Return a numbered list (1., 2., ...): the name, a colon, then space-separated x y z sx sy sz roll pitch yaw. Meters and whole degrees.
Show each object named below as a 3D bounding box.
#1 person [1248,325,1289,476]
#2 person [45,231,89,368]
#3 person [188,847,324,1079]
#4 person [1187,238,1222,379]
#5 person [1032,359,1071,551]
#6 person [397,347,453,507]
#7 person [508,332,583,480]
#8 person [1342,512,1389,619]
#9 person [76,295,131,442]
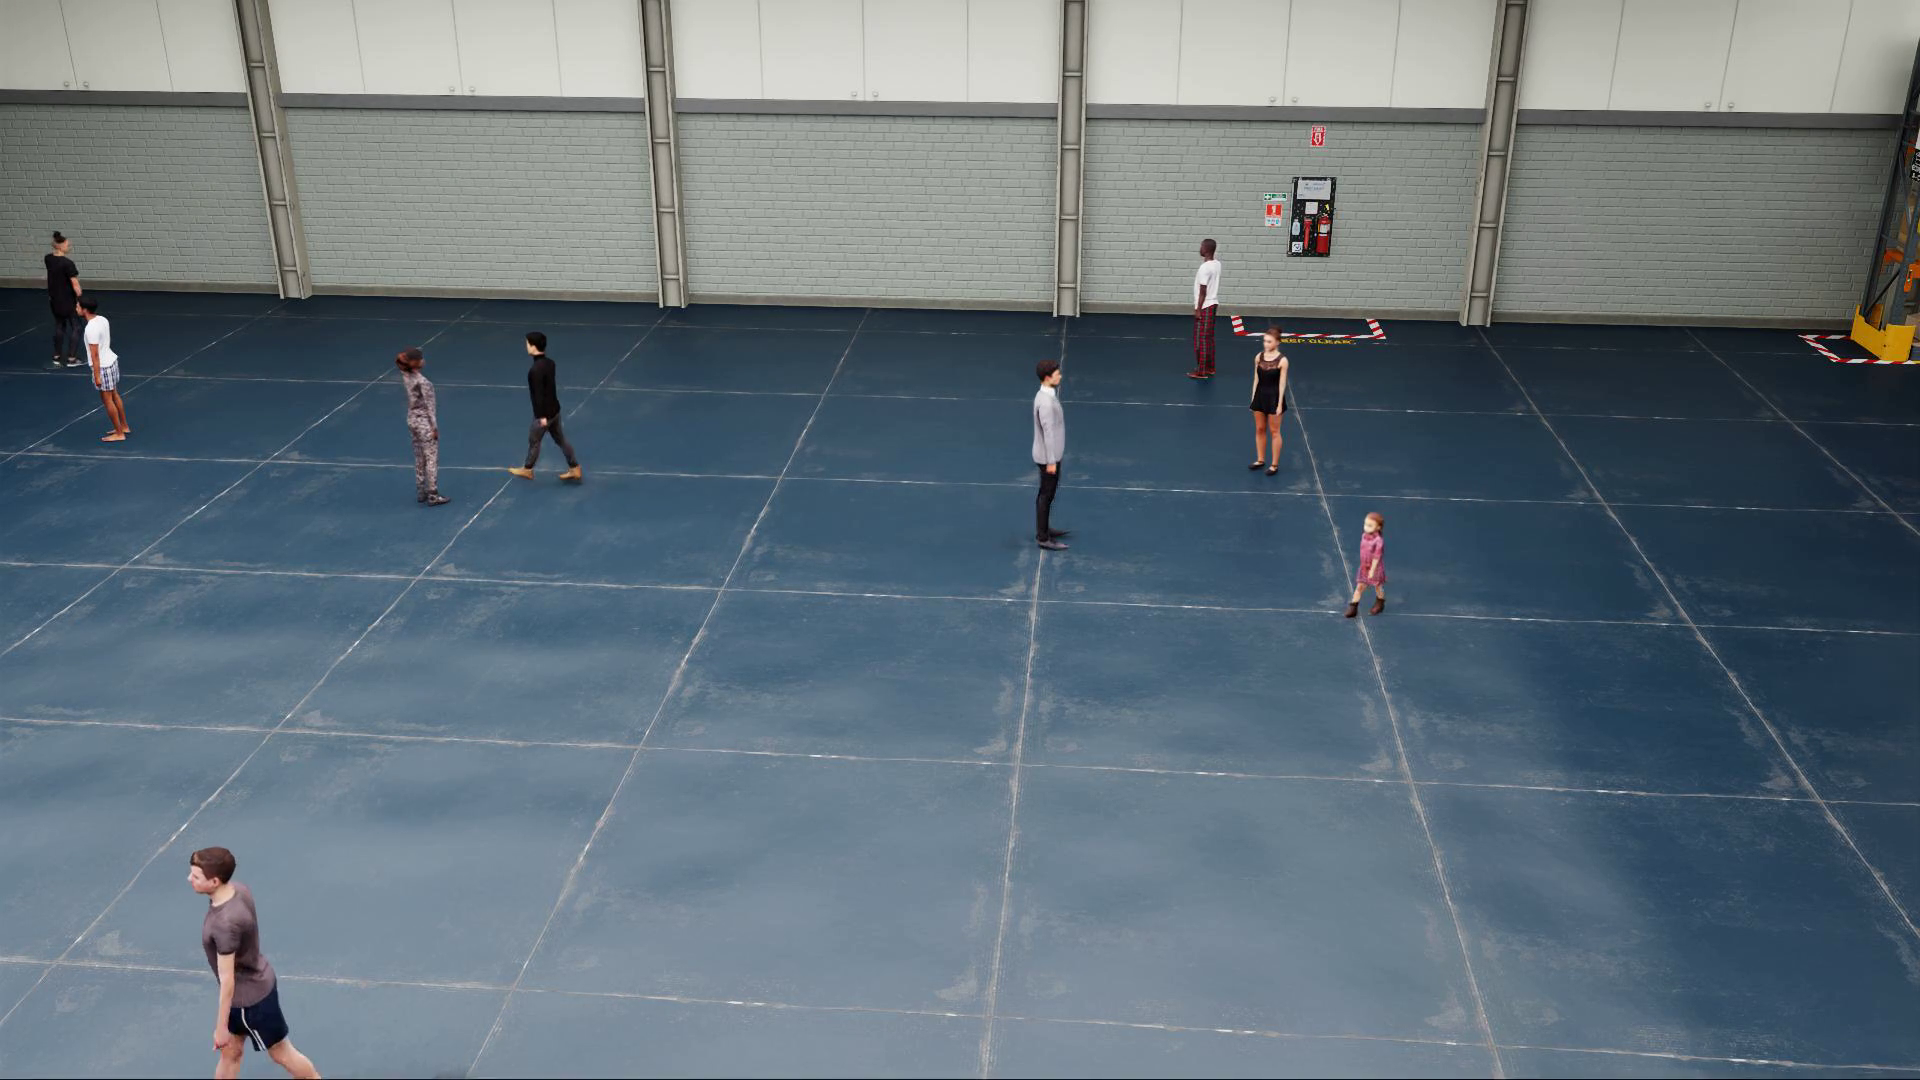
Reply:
1. person: 3.453 -1.571 18.540 0.676 1.680 0.749 20 30 39
2. person: -11.992 -3.210 22.201 0.701 1.831 1.013 4 23 10
3. person: -3.729 2.446 8.941 1.266 1.801 1.014 -8 24 -19
4. person: 3.234 -3.040 21.797 0.710 1.835 0.740 14 27 29
5. person: 0.860 -0.873 16.587 0.640 1.924 0.752 0 23 1
6. person: -5.709 -1.213 17.654 0.641 1.714 0.718 20 30 39
7. person: -4.461 -1.417 18.168 1.103 1.687 0.753 5 24 11
8. person: 3.792 0.232 15.168 0.781 1.000 0.693 -15 27 -32
9. person: -10.079 -2.041 19.584 0.609 1.728 0.661 -3 23 -7
